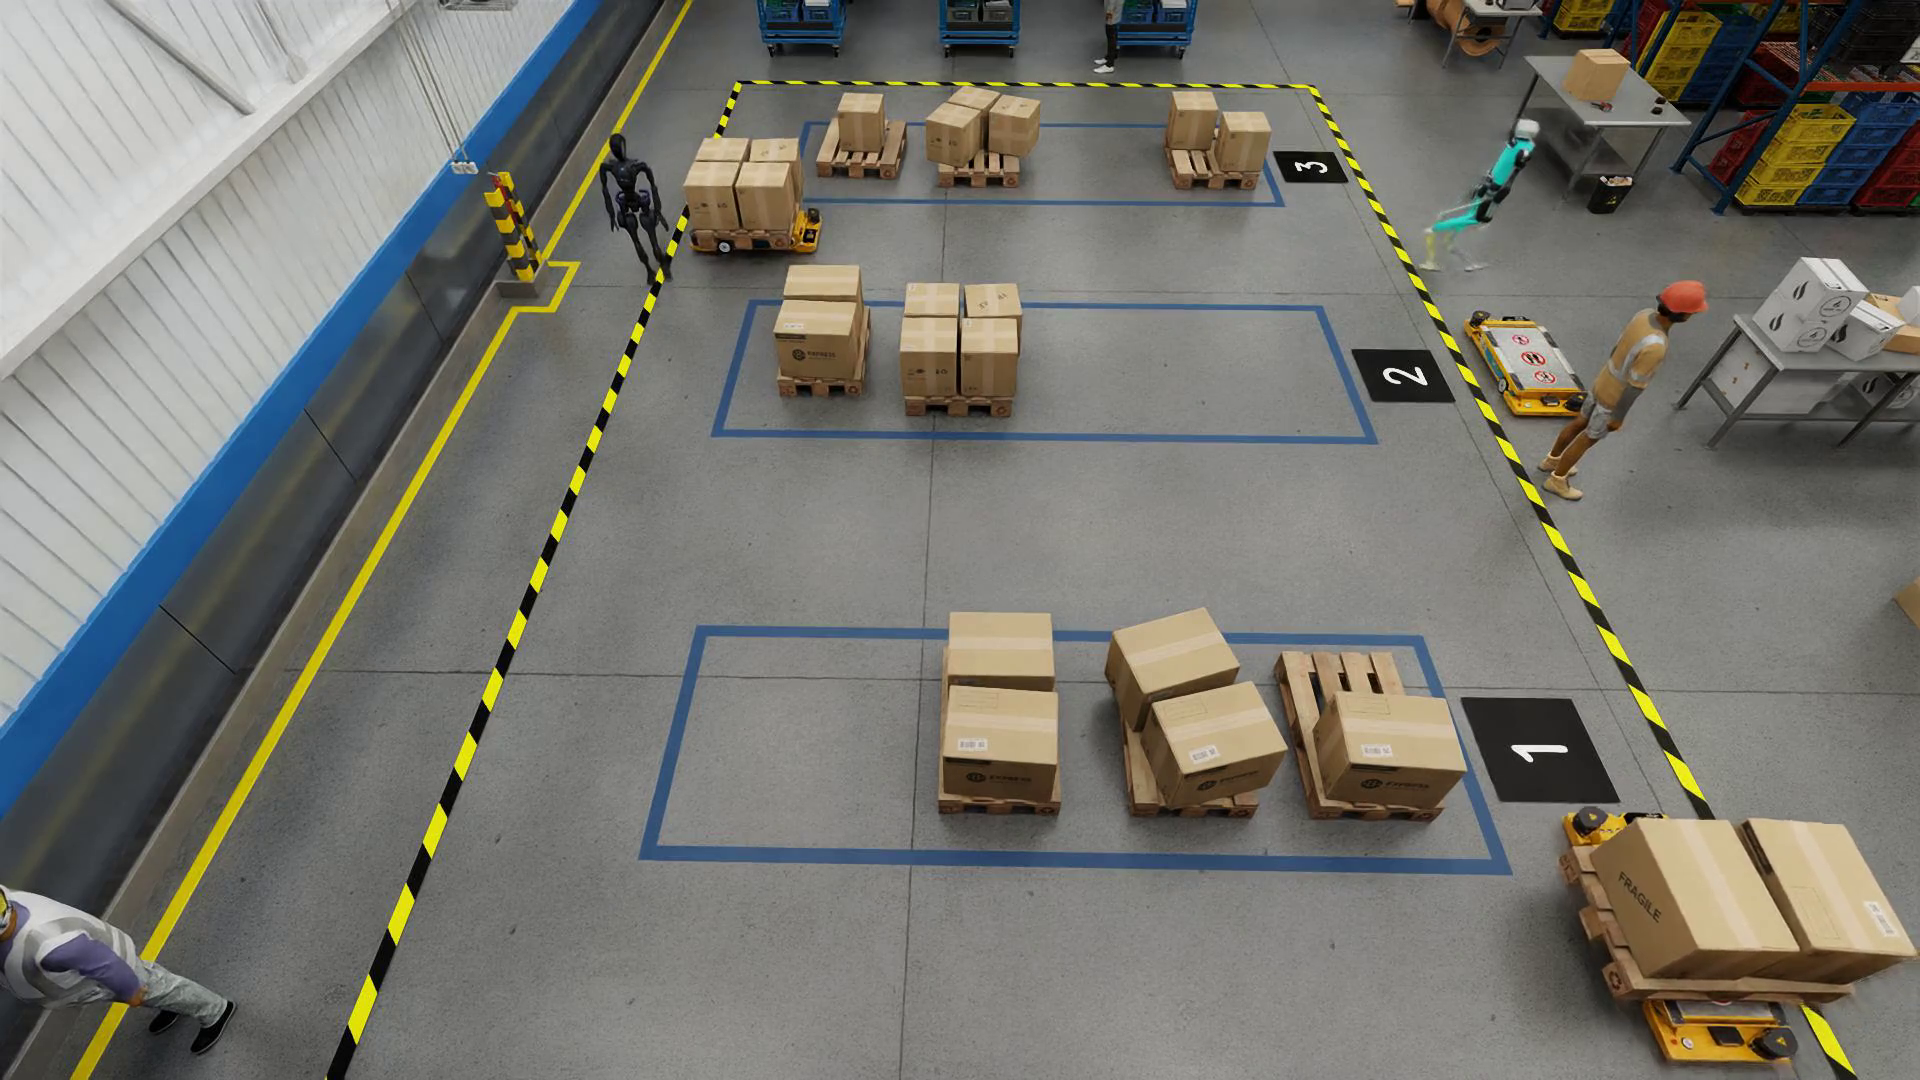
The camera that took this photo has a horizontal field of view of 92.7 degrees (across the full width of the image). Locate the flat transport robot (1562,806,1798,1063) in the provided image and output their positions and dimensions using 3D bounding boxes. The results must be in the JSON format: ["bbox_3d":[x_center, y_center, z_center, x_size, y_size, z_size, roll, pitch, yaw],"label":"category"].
[{"bbox_3d":[4.280,2.316,5.511,0.652,0.197,1.431,1,49,1],"label":"flat transport robot"}]

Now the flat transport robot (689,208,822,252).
[{"bbox_3d":[-2.366,-3.613,10.642,1.431,0.197,0.652,1,49,1],"label":"flat transport robot"}]

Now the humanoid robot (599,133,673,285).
[{"bbox_3d":[-3.375,-3.415,9.556,0.601,1.645,0.363,-6,49,-5],"label":"humanoid robot"}]

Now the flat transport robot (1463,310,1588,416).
[{"bbox_3d":[5.573,-1.757,9.054,0.659,0.231,1.431,1,49,1],"label":"flat transport robot"}]

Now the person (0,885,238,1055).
[{"bbox_3d":[-4.387,2.169,4.618,0.589,1.837,0.404,16,51,14],"label":"person"}]

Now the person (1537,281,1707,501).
[{"bbox_3d":[5.301,-1.185,7.384,0.358,2.047,0.613,14,51,12],"label":"person"}]

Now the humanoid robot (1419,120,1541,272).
[{"bbox_3d":[5.349,-3.520,9.605,0.981,1.728,0.536,9,50,8],"label":"humanoid robot"}]

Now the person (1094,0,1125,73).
[{"bbox_3d":[2.176,-7.730,13.177,0.376,1.852,0.596,8,50,6],"label":"person"}]
